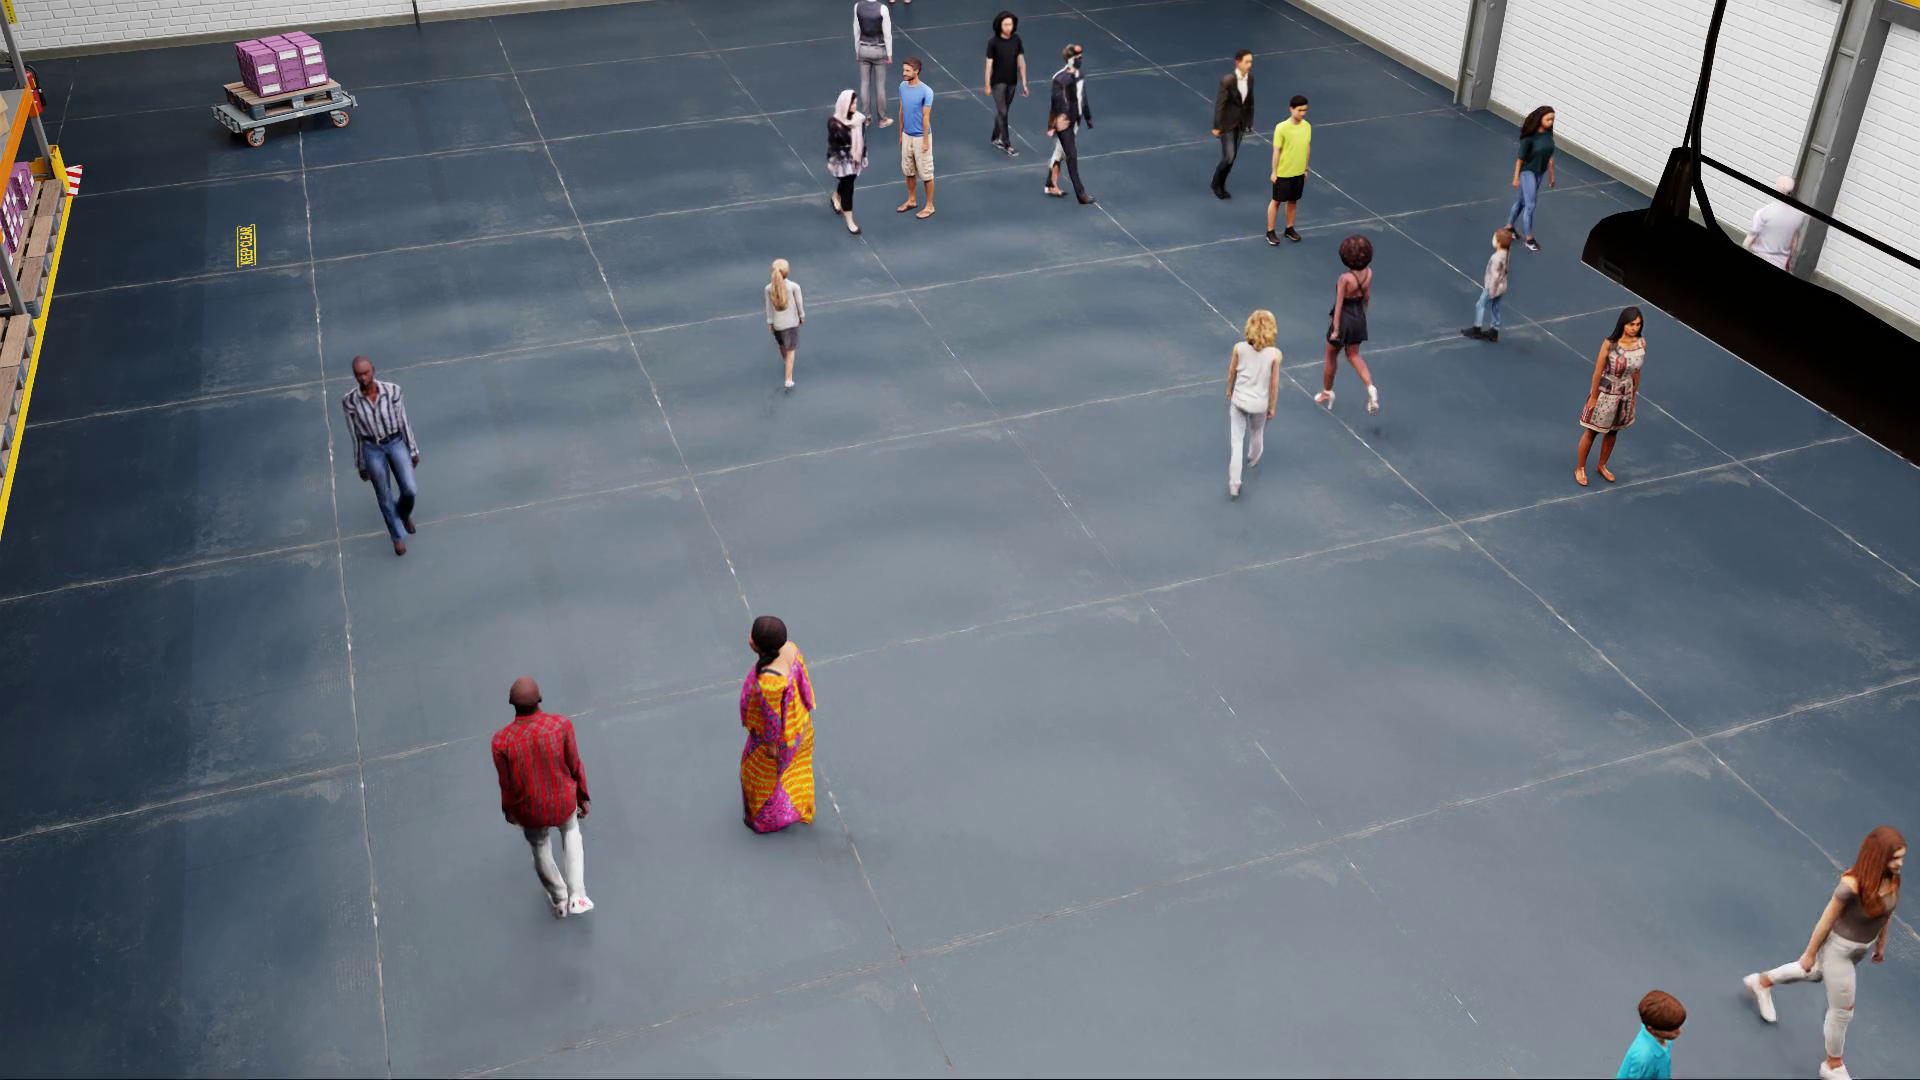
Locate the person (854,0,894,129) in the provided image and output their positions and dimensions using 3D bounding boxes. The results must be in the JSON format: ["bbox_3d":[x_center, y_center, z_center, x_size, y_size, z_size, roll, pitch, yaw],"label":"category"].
[{"bbox_3d":[-1.151,-6.416,21.868,0.742,1.938,0.775,11,35,16],"label":"person"}]

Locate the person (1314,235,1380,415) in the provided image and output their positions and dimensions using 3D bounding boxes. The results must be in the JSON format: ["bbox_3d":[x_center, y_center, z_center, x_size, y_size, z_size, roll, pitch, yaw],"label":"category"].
[{"bbox_3d":[3.612,-1.915,15.245,0.670,1.772,0.992,-18,38,-25],"label":"person"}]

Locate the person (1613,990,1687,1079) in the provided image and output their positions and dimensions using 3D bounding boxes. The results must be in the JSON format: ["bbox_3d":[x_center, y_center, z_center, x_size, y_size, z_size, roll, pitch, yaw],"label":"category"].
[{"bbox_3d":[3.399,2.812,8.426,0.635,1.449,0.601,22,39,29],"label":"person"}]

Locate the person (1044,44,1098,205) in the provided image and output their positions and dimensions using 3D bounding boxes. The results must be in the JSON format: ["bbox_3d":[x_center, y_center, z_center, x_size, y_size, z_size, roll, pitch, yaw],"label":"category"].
[{"bbox_3d":[1.189,-4.944,19.725,1.195,1.859,1.074,22,39,29],"label":"person"}]

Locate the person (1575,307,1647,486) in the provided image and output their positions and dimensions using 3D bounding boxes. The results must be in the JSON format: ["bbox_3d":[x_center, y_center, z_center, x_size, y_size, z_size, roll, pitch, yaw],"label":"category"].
[{"bbox_3d":[5.643,-1.262,14.377,0.682,1.645,0.577,-6,34,-9],"label":"person"}]

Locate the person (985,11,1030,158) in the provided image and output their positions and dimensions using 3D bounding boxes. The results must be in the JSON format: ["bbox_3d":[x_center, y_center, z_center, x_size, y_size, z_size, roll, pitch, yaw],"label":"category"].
[{"bbox_3d":[0.526,-5.839,21.122,0.729,1.802,1.056,-17,37,-24],"label":"person"}]

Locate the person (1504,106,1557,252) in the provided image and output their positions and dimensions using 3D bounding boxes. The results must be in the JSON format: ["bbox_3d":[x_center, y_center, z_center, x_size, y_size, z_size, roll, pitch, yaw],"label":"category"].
[{"bbox_3d":[6.383,-4.138,18.754,0.670,1.591,0.917,-18,38,-25],"label":"person"}]

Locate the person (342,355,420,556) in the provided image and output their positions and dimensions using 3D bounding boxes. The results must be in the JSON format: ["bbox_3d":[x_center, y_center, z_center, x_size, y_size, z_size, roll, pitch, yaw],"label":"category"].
[{"bbox_3d":[-4.661,-0.722,13.440,0.683,1.784,0.681,-15,36,-21],"label":"person"}]

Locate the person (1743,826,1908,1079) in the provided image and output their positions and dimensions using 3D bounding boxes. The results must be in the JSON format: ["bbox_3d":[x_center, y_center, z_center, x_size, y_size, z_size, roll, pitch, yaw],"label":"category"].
[{"bbox_3d":[4.787,2.187,9.148,0.673,1.692,1.140,-15,36,-21],"label":"person"}]

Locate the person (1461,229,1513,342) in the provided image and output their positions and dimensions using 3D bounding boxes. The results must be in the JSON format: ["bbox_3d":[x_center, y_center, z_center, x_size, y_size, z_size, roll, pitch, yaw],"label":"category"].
[{"bbox_3d":[5.429,-2.544,16.723,0.673,1.184,0.604,27,42,34],"label":"person"}]

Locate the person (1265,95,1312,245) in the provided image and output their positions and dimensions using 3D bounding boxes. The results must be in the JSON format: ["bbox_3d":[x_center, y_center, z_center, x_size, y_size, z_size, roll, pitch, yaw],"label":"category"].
[{"bbox_3d":[3.698,-4.182,18.716,0.616,1.705,0.519,-13,36,-19],"label":"person"}]

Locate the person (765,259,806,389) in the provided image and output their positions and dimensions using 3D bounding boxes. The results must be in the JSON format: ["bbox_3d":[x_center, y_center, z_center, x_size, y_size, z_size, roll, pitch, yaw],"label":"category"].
[{"bbox_3d":[-1.673,-2.062,15.936,0.771,1.252,0.967,4,34,6],"label":"person"}]

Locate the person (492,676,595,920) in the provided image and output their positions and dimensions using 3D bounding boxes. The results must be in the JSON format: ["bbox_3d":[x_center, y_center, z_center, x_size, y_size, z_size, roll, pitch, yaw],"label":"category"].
[{"bbox_3d":[-2.474,1.606,9.916,0.652,1.808,0.724,-10,35,-15],"label":"person"}]

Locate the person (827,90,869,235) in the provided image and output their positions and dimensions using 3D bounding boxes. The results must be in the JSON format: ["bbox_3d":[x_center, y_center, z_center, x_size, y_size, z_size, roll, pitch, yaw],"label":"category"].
[{"bbox_3d":[-1.343,-4.398,19.148,0.834,1.587,1.147,-22,40,-30],"label":"person"}]

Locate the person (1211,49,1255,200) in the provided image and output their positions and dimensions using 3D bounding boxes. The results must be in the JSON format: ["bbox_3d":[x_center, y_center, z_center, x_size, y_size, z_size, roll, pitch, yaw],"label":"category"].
[{"bbox_3d":[3.186,-4.983,19.847,0.770,1.787,0.719,-19,38,-27],"label":"person"}]

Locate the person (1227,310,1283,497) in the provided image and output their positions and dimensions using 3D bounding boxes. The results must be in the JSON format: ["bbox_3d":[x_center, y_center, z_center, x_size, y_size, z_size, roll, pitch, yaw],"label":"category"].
[{"bbox_3d":[2.456,-1.144,14.215,1.012,1.630,1.131,10,35,15],"label":"person"}]

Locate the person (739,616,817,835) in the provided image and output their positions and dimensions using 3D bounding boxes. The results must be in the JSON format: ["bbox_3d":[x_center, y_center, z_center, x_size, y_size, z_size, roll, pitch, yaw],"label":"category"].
[{"bbox_3d":[-1.144,1.168,10.701,0.858,1.668,0.789,7,34,11],"label":"person"}]

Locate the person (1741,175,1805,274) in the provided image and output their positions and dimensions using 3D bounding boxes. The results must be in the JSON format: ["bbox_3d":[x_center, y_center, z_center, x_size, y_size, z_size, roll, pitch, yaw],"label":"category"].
[{"bbox_3d":[7.952,-2.657,16.325,0.765,1.814,0.894,-7,34,-10],"label":"person"}]

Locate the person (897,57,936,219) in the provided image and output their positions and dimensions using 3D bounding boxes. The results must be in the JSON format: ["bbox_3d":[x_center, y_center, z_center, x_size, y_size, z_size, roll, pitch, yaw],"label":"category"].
[{"bbox_3d":[-0.501,-4.715,19.377,0.677,1.862,0.789,24,40,32],"label":"person"}]
